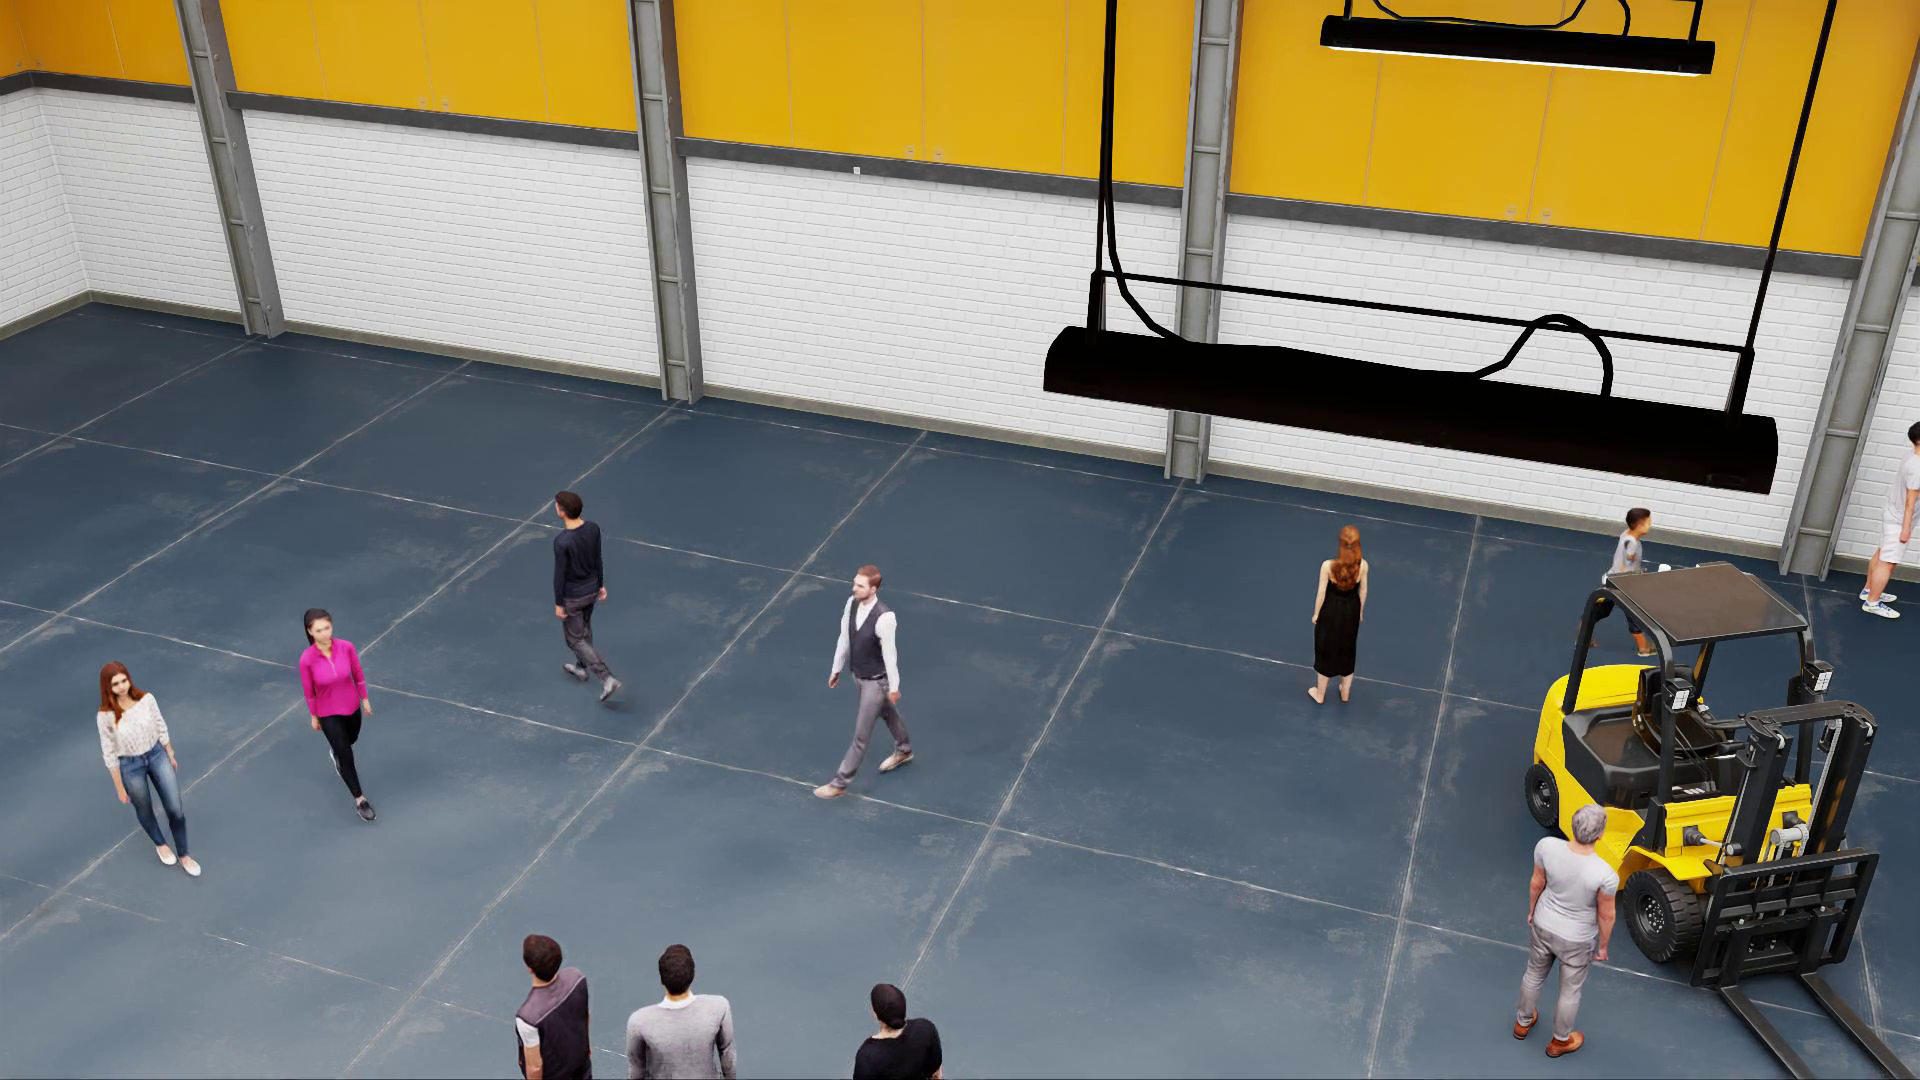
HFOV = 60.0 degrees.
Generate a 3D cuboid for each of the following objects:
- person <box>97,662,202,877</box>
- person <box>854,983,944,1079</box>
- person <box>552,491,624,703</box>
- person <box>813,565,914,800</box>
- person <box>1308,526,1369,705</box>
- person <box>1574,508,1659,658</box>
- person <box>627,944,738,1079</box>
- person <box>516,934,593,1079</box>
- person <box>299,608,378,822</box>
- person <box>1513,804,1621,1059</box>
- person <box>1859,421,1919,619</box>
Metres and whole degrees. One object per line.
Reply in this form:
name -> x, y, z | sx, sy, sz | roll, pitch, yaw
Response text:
person -> -5.802, 1.564, 11.747 | 0.807, 1.716, 0.904 | -22, 35, -34
person -> -0.270, 3.128, 8.855 | 0.809, 1.740, 0.853 | -18, 33, -29
person -> -3.063, 0.475, 13.608 | 1.149, 1.847, 0.833 | 18, 33, 30
person -> -0.591, 1.008, 12.583 | 1.182, 1.892, 1.238 | -19, 34, -30
person -> 3.097, 0.616, 13.579 | 0.629, 1.626, 0.718 | -2, 29, -4
person -> 5.646, 0.314, 14.339 | 1.013, 1.428, 0.683 | 5, 29, 8
person -> -1.469, 3.010, 8.894 | 1.179, 1.910, 1.230 | -11, 31, -20
person -> -2.189, 2.906, 9.149 | 0.622, 1.848, 0.680 | 15, 32, 26
person -> -4.662, 1.233, 12.405 | 0.940, 1.667, 1.174 | -23, 36, -35
person -> 3.689, 2.372, 10.145 | 0.666, 1.832, 0.828 | 25, 38, 38
person -> 8.401, -0.214, 14.859 | 0.569, 1.858, 0.680 | 11, 31, 20
